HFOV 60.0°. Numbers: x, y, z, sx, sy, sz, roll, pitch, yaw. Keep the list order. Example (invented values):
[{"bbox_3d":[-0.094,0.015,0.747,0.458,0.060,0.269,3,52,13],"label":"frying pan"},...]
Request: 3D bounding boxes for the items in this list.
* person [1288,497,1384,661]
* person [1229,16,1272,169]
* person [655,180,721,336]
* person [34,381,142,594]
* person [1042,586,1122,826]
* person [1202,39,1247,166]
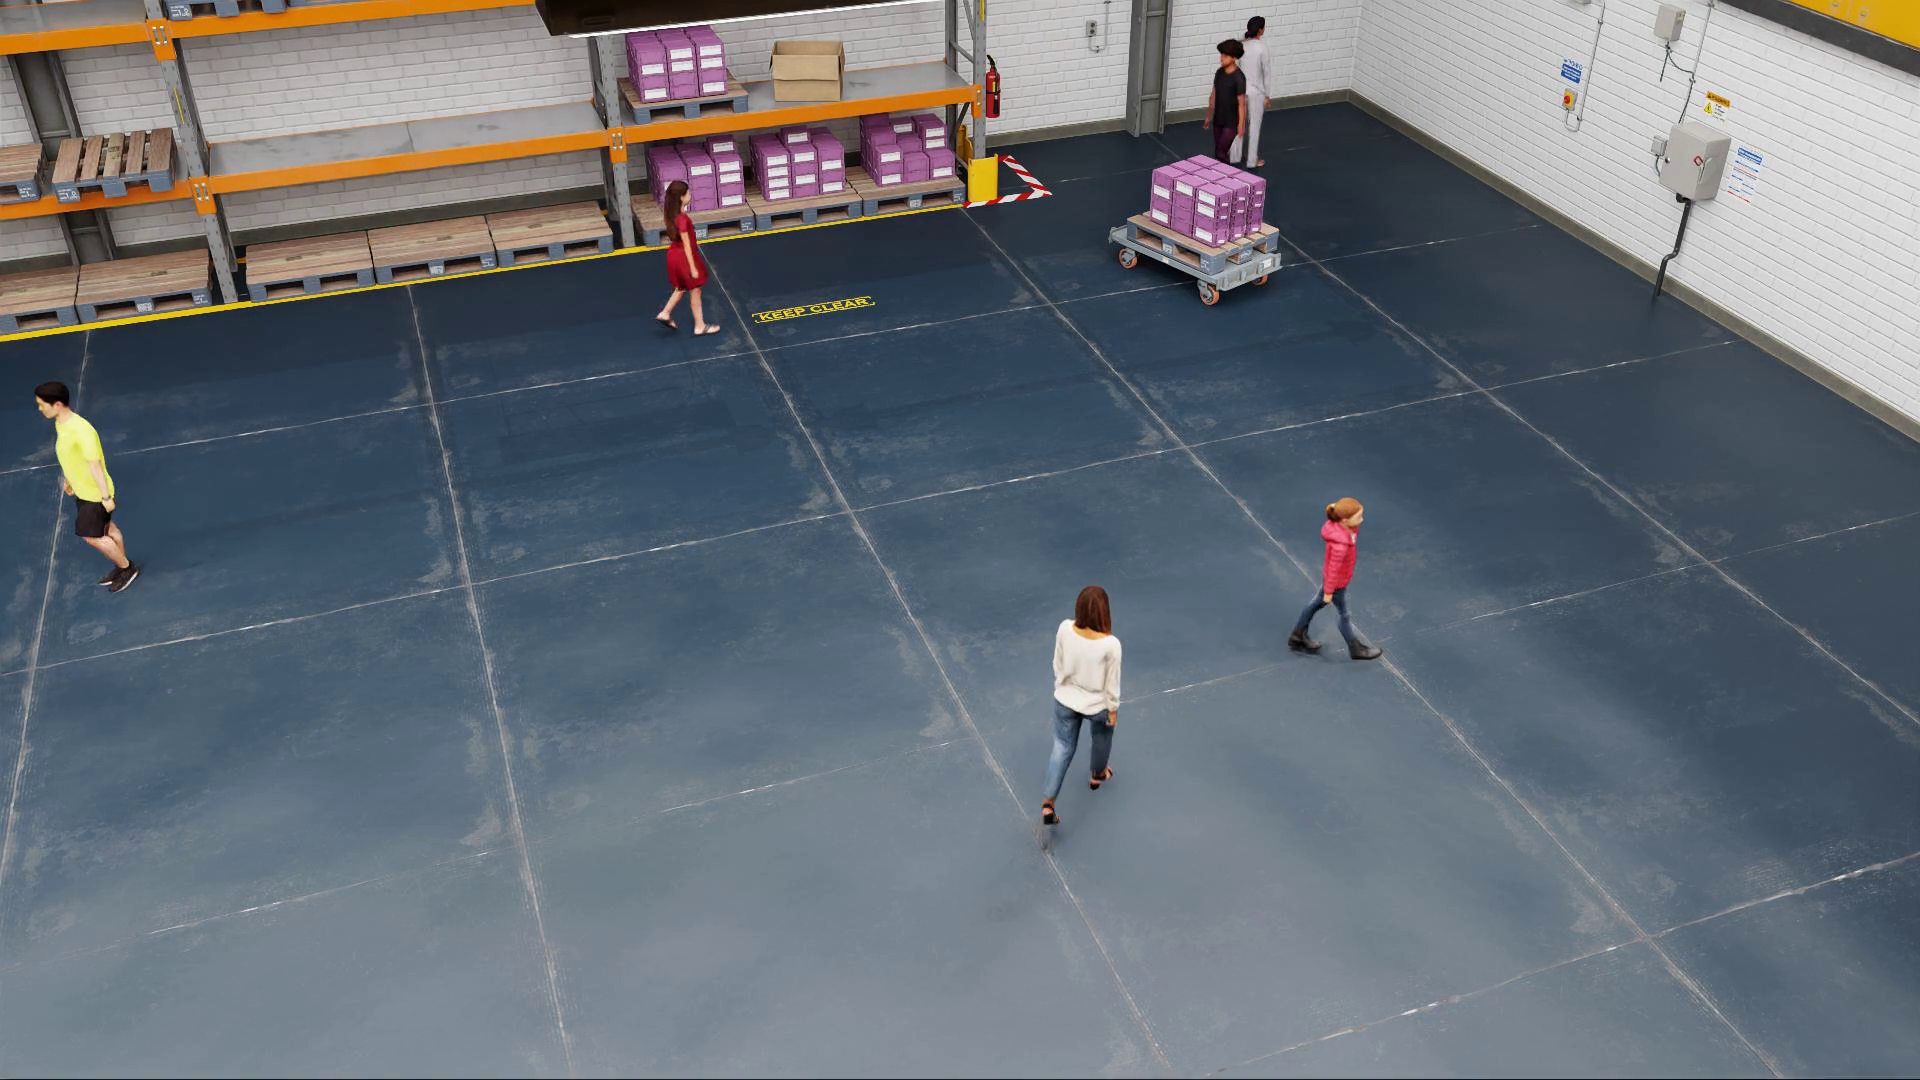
[{"bbox_3d":[2.528,0.268,11.498,0.952,1.285,0.829,8,34,12],"label":"person"},{"bbox_3d":[3.382,-5.217,19.341,0.692,1.737,0.706,-29,43,-36],"label":"person"},{"bbox_3d":[-2.641,-2.626,15.617,0.821,1.544,0.575,-14,36,-20],"label":"person"},{"bbox_3d":[-6.289,-0.425,12.166,0.758,1.699,0.758,28,43,36],"label":"person"},{"bbox_3d":[0.713,1.018,10.040,1.005,1.650,1.116,17,37,24],"label":"person"},{"bbox_3d":[3.045,-4.713,18.553,0.662,1.770,0.692,-18,37,-24],"label":"person"}]
